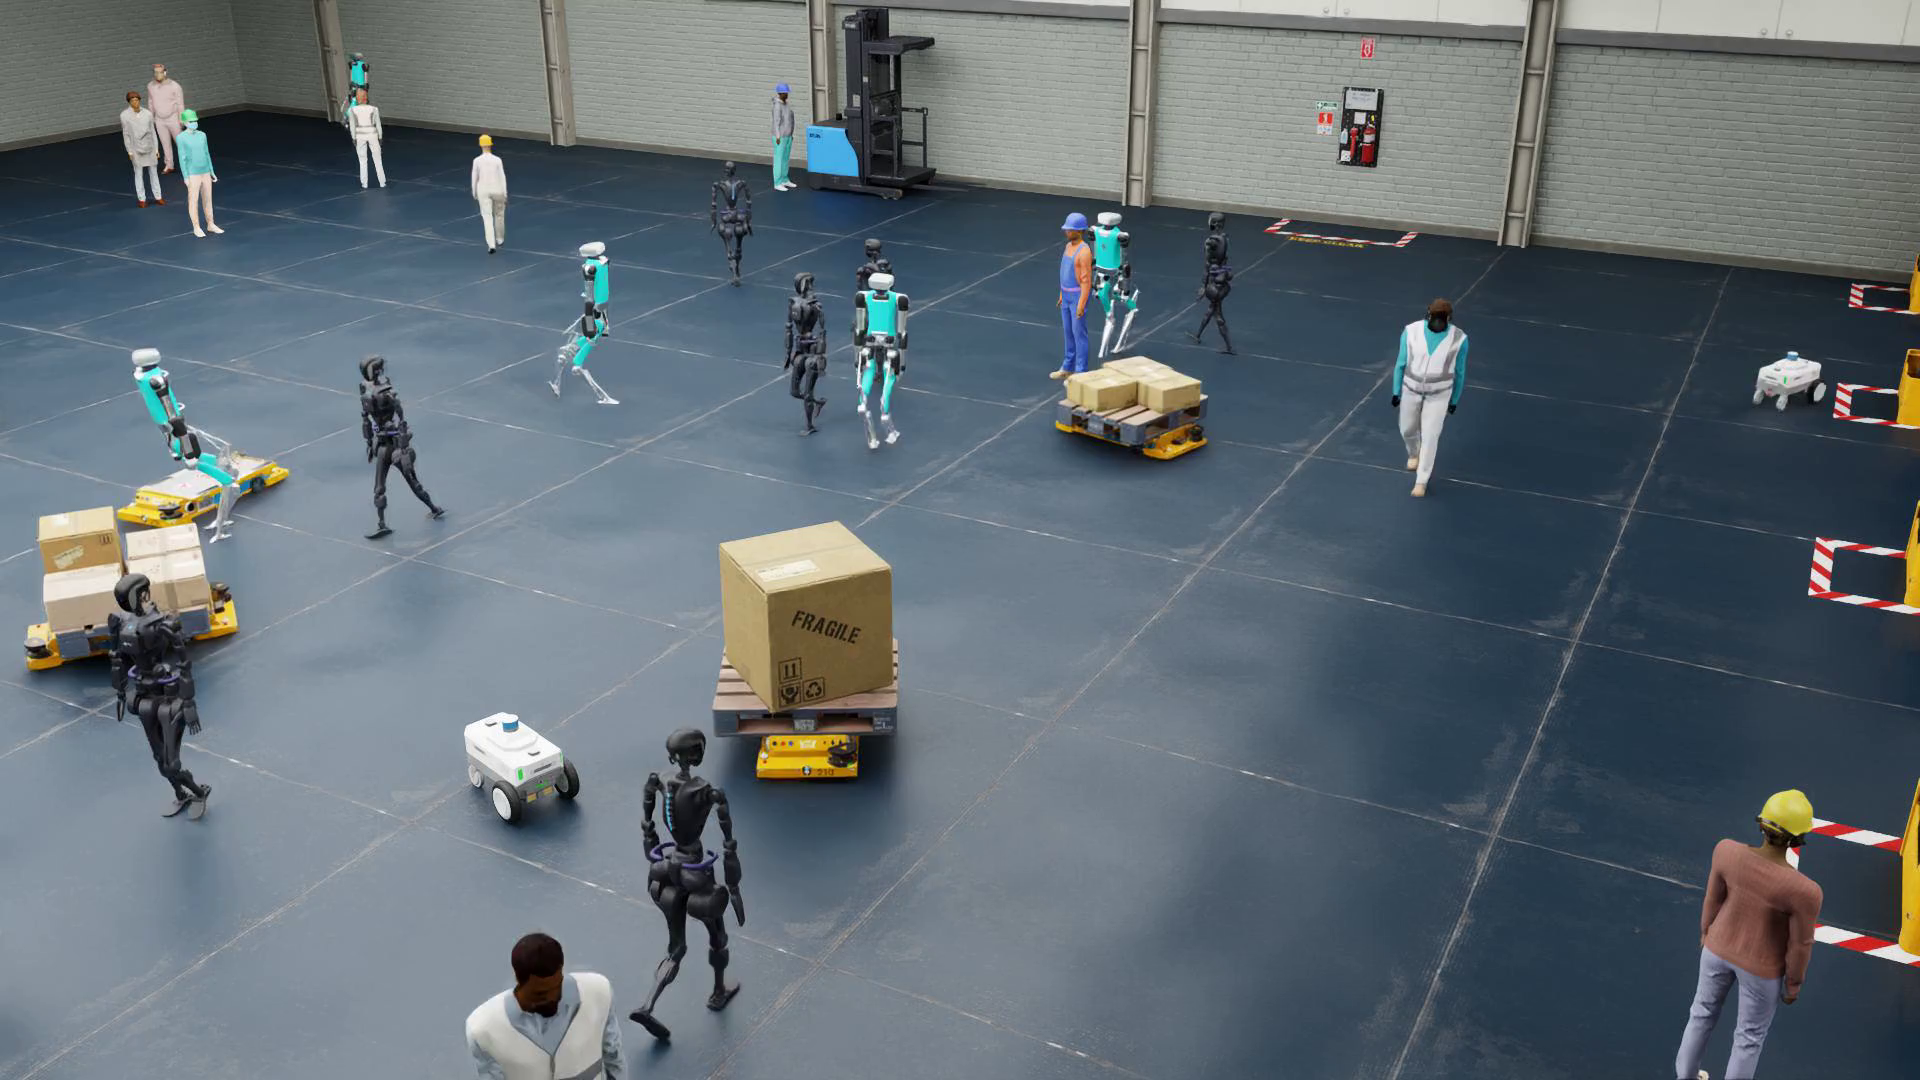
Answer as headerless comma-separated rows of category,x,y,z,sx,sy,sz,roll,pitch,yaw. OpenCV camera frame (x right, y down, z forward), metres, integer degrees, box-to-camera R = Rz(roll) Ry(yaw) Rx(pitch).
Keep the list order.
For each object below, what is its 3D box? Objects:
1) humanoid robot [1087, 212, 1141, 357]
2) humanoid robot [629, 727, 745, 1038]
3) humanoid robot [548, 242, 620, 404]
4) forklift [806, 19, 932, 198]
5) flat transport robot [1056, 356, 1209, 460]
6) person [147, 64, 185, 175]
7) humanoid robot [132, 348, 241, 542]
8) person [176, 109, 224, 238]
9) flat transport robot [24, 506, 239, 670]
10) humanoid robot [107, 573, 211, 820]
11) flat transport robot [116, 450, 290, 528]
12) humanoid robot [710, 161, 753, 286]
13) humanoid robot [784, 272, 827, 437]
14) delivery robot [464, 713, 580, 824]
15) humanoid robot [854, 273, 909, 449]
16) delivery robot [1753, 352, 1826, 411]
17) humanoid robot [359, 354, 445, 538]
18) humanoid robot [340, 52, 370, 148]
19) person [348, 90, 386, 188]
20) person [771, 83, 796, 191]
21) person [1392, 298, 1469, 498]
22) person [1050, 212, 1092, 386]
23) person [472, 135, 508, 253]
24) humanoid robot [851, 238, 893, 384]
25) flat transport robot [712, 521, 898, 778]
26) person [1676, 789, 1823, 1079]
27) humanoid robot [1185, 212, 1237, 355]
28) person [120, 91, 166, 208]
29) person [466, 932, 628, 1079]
humanoid robot,1.830,-2.912,19.153,0.552,1.809,0.821,16,28,33
humanoid robot,-1.396,1.737,8.362,0.611,1.620,0.654,11,26,24
humanoid robot,-4.131,-2.285,17.661,0.927,1.779,0.542,3,23,7
forklift,-1.573,-7.292,27.850,1.873,2.768,1.129,12,26,25
flat transport robot,1.725,-1.127,16.786,1.431,0.231,0.659,20,30,39
person,-13.985,-7.416,29.349,0.641,1.913,0.411,2,23,4
humanoid robot,-6.509,-0.839,14.238,0.812,1.742,0.541,-19,30,-38
person,-11.433,-5.508,24.952,0.355,1.876,0.516,15,27,31
flat transport robot,-6.278,0.660,12.627,1.431,0.231,0.659,-11,26,-24
humanoid robot,-4.905,0.957,10.152,0.611,1.643,0.354,6,24,15
flat transport robot,-6.928,-0.471,15.260,0.659,0.231,1.431,9,25,20
humanoid robot,-3.091,-4.285,22.411,0.594,1.627,0.771,-9,25,-21
humanoid robot,-1.498,-1.890,16.788,0.599,1.647,0.495,19,30,38
delivery robot,-2.813,1.398,10.542,0.499,0.592,0.774,-21,31,-40
humanoid robot,-0.795,-1.658,16.171,0.551,1.783,0.841,3,23,7
delivery robot,8.872,-1.713,17.800,0.807,0.603,0.499,-15,28,-31
humanoid robot,-4.892,-0.840,14.417,0.590,1.651,0.750,14,27,30
humanoid robot,-11.660,-8.364,31.876,0.540,1.856,0.785,16,28,33
person,-10.092,-6.822,28.323,0.507,1.630,0.314,-7,24,-15
person,-2.994,-6.836,28.168,0.358,1.776,0.538,8,25,18
person,4.328,-1.368,15.381,0.622,1.819,0.796,11,26,24
person,1.248,-2.643,18.239,0.362,1.911,0.515,-10,25,-22
person,-6.817,-5.034,24.119,0.482,1.651,0.890,-6,24,-14
humanoid robot,-0.927,-2.499,18.190,0.353,1.643,0.589,19,30,37
flat transport robot,-1.029,1.189,11.395,0.659,0.231,1.431,-1,23,-2
person,3.690,1.942,7.758,0.345,1.756,0.516,-17,29,-35
humanoid robot,2.957,-3.015,19.446,0.755,1.625,0.585,14,27,30
person,-13.217,-6.319,26.894,0.504,1.833,0.364,-17,28,-34
person,-1.613,2.333,6.680,0.593,1.888,0.456,-8,24,-17
